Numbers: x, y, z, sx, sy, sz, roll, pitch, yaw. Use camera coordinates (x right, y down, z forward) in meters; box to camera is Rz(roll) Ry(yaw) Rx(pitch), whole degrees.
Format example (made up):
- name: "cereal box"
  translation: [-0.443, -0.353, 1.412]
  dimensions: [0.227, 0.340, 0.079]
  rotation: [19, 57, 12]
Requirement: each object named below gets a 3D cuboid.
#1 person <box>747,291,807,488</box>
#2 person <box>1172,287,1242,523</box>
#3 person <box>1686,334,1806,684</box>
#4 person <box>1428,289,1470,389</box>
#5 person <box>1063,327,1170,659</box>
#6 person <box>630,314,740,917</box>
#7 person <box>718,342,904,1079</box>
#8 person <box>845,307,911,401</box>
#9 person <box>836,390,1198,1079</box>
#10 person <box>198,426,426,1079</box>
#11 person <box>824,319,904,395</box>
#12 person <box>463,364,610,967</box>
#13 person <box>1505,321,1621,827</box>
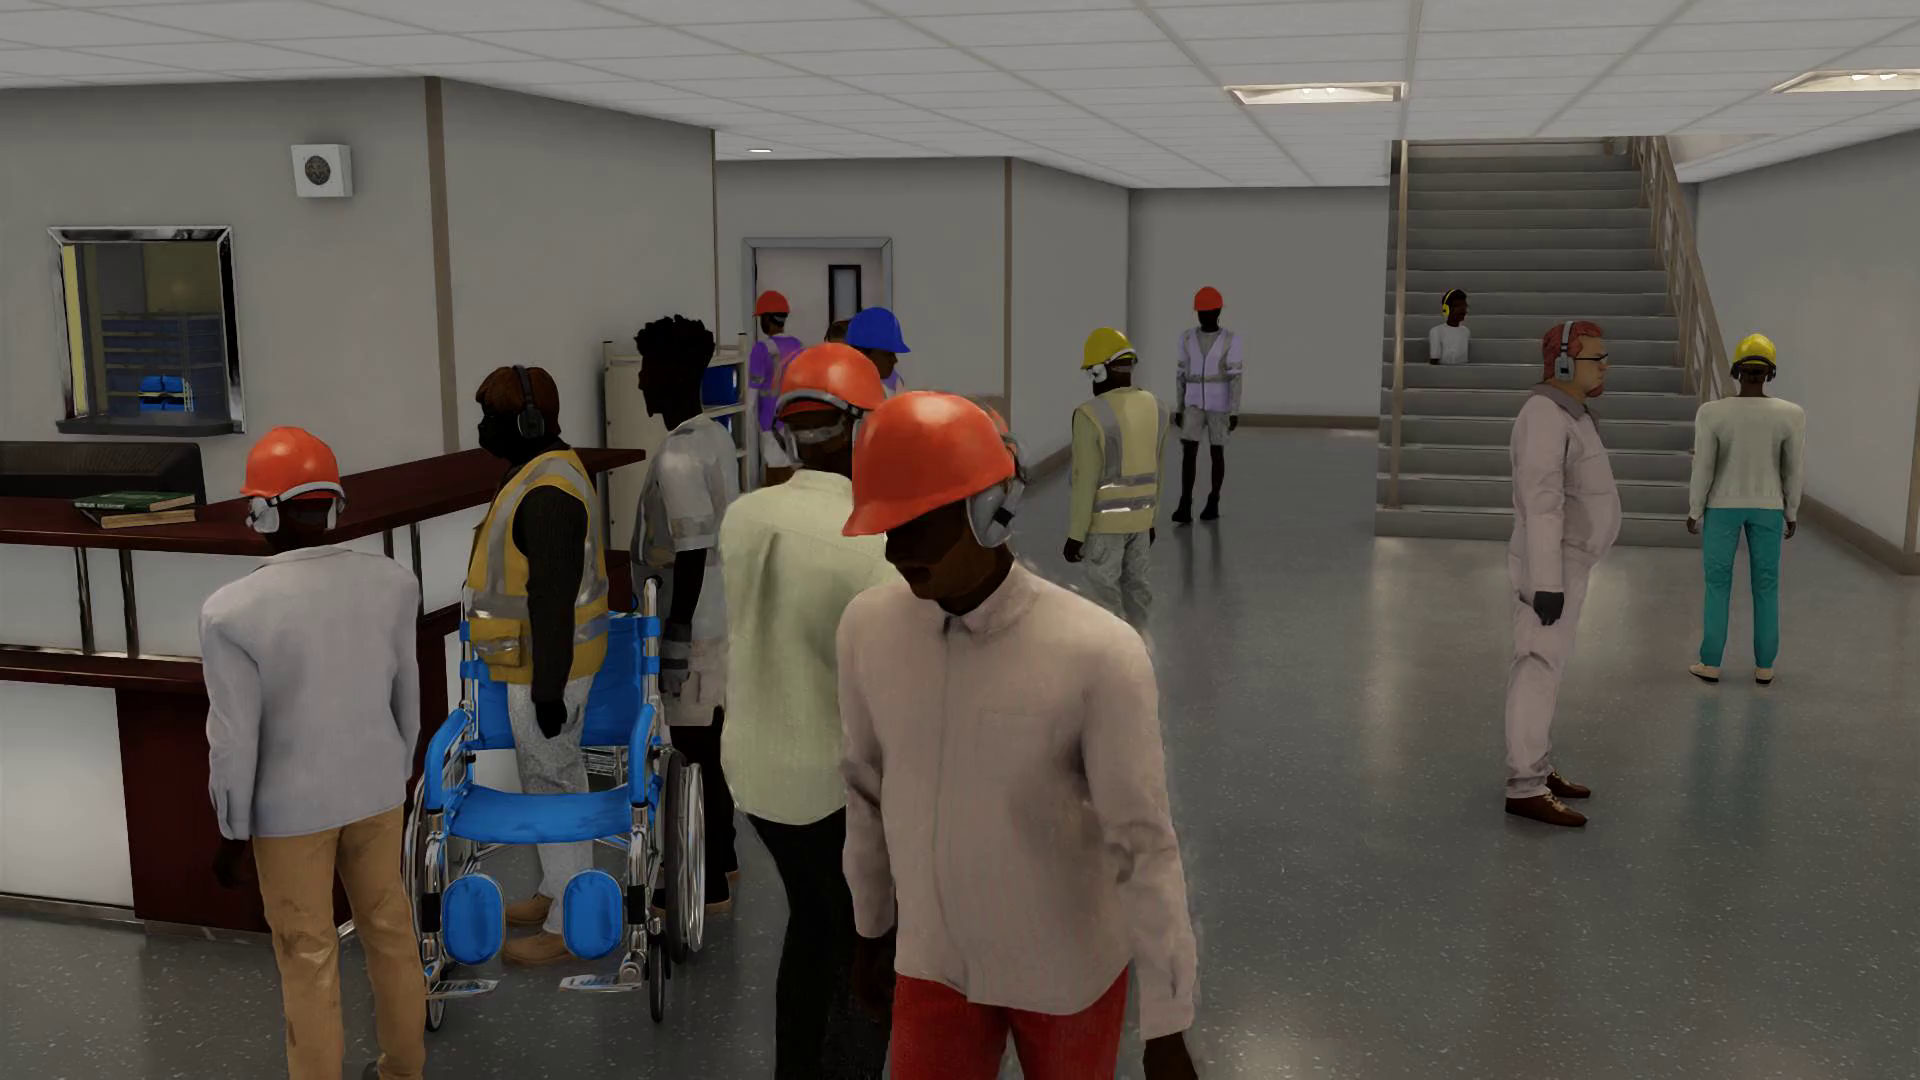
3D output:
- name: "person"
  translation: [-1.451, -0.885, 12.352]
  dimensions: [0.923, 1.899, 0.548]
  rotation: [6, 11, 30]
- name: "person"
  translation: [1.960, -1.069, 13.388]
  dimensions: [0.577, 1.904, 0.860]
  rotation: [4, 11, 23]
- name: "person"
  translation: [3.962, -0.153, 8.424]
  dimensions: [0.533, 1.767, 0.325]
  rotation: [2, 10, 12]
- name: "person"
  translation: [4.333, -1.270, 14.692]
  dimensions: [0.532, 1.871, 0.321]
  rotation: [-7, 12, -36]
- name: "person"
  translation: [0.716, -0.089, 7.878]
  dimensions: [0.588, 1.823, 0.403]
  rotation: [-9, 13, -41]
- name: "person"
  translation: [-0.894, 0.248, 5.474]
  dimensions: [0.361, 1.961, 0.614]
  rotation: [0, 10, 1]
- name: "person"
  translation: [-0.320, 0.538, 3.798]
  dimensions: [0.661, 1.956, 0.500]
  rotation: [9, 13, 44]
- name: "person"
  translation: [-0.415, -0.069, 7.444]
  dimensions: [0.417, 1.933, 0.617]
  rotation: [3, 10, 17]
- name: "person"
  translation: [0.055, 0.724, 2.742]
  dimensions: [0.717, 1.925, 0.926]
  rotation: [5, 11, 27]
- name: "person"
  translation: [-1.554, 0.601, 4.010]
  dimensions: [0.338, 1.752, 0.564]
  rotation: [7, 12, 36]
- name: "person"
  translation: [-0.551, -0.301, 9.141]
  dimensions: [0.610, 1.815, 0.464]
  rotation: [3, 10, 17]
- name: "person"
  translation: [-1.290, 0.381, 5.104]
  dimensions: [0.429, 1.836, 0.633]
  rotation: [-3, 10, -15]
- name: "person"
  translation: [2.316, 0.118, 6.406]
  dimensions: [0.406, 1.910, 0.637]
  rotation: [4, 11, 25]
